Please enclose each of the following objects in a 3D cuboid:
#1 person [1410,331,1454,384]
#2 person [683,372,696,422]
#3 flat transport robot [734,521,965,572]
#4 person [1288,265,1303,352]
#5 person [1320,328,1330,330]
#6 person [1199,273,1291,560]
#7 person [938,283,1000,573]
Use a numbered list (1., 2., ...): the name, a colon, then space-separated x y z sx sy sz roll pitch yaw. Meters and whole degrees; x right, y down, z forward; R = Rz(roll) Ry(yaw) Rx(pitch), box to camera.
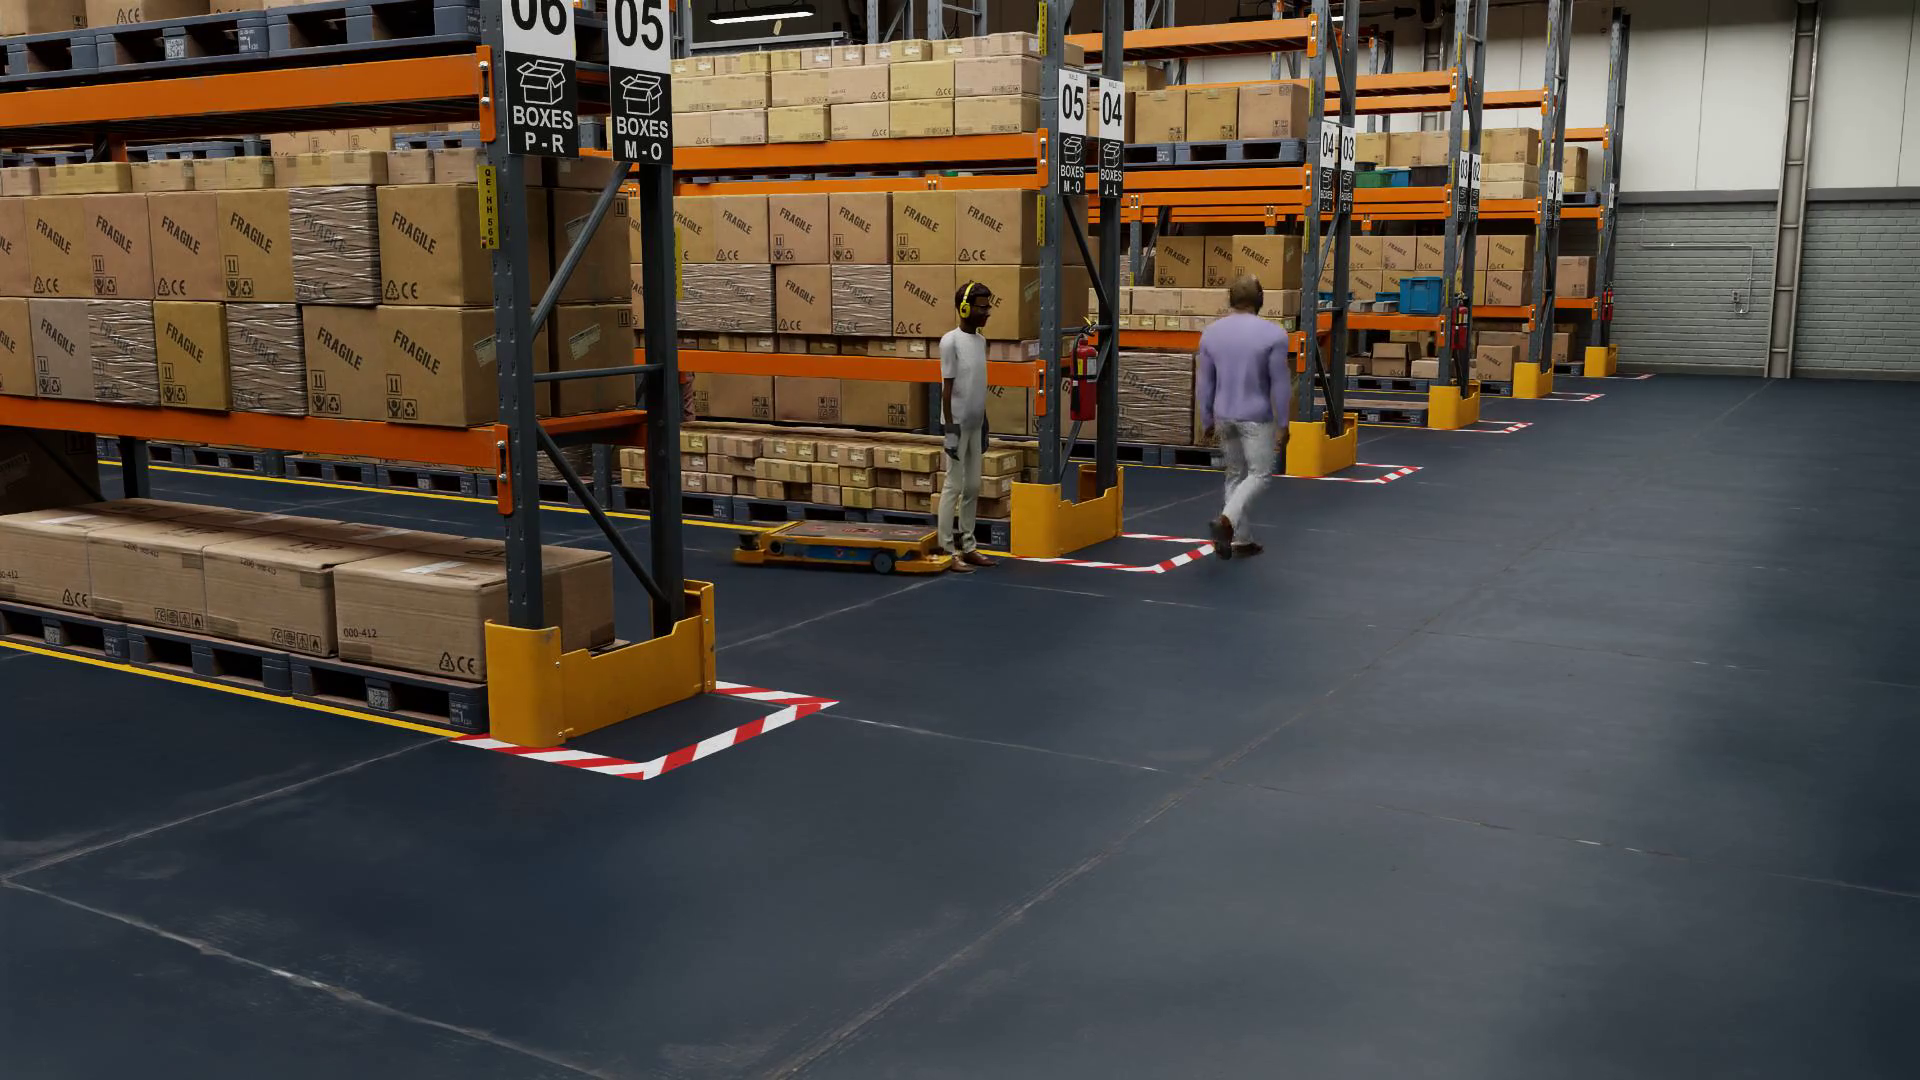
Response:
1. person: 7.677 -3.421 26.181 0.992 2.003 0.614 5 11 29
2. person: -2.783 -1.636 15.967 0.410 1.905 0.641 6 11 32
3. flat transport robot: -0.707 0.030 10.985 1.431 0.197 0.652 3 10 17
4. person: 3.884 -2.234 19.363 0.355 1.936 0.635 4 11 23
5. person: 5.979 -3.557 27.362 0.501 1.853 0.507 7 12 36
6. person: 1.849 -0.794 10.987 0.638 1.924 0.742 8 12 38
7. person: 0.043 -0.718 10.731 0.331 1.860 0.512 6 11 31
